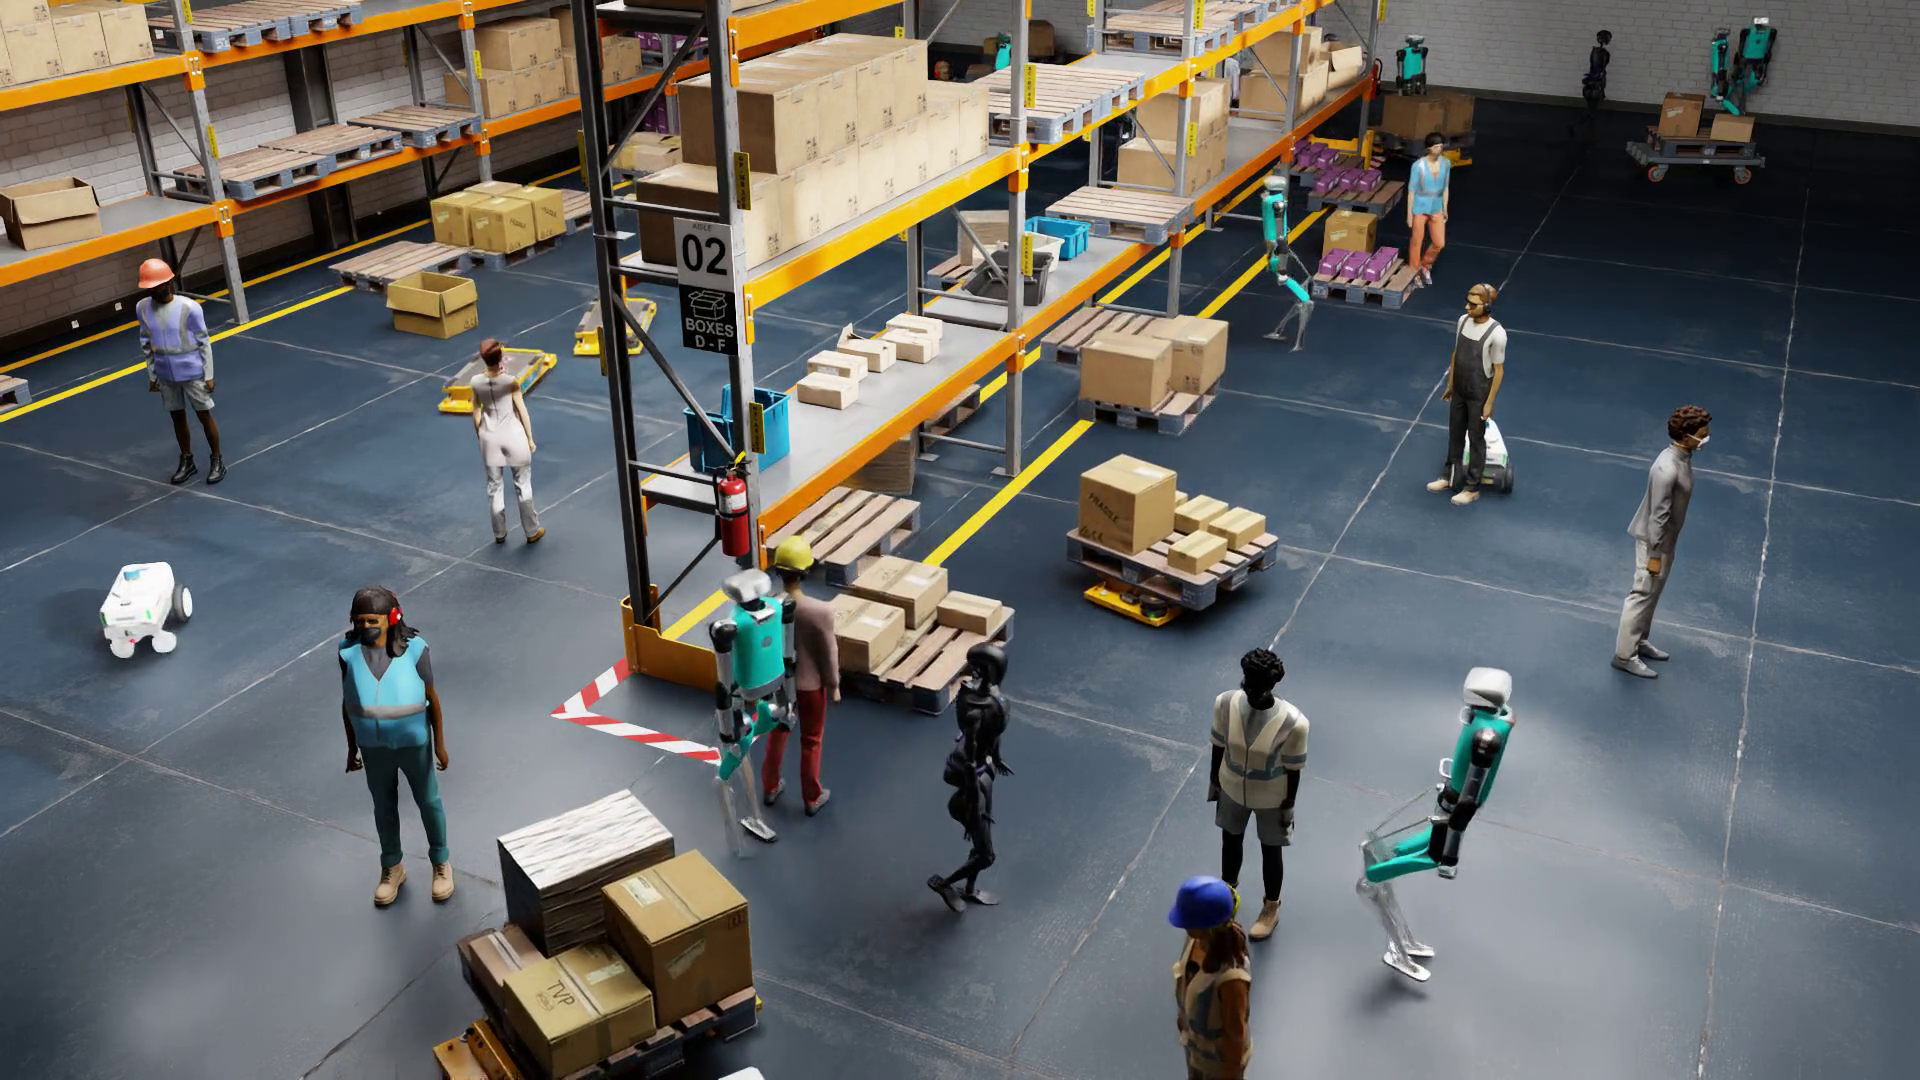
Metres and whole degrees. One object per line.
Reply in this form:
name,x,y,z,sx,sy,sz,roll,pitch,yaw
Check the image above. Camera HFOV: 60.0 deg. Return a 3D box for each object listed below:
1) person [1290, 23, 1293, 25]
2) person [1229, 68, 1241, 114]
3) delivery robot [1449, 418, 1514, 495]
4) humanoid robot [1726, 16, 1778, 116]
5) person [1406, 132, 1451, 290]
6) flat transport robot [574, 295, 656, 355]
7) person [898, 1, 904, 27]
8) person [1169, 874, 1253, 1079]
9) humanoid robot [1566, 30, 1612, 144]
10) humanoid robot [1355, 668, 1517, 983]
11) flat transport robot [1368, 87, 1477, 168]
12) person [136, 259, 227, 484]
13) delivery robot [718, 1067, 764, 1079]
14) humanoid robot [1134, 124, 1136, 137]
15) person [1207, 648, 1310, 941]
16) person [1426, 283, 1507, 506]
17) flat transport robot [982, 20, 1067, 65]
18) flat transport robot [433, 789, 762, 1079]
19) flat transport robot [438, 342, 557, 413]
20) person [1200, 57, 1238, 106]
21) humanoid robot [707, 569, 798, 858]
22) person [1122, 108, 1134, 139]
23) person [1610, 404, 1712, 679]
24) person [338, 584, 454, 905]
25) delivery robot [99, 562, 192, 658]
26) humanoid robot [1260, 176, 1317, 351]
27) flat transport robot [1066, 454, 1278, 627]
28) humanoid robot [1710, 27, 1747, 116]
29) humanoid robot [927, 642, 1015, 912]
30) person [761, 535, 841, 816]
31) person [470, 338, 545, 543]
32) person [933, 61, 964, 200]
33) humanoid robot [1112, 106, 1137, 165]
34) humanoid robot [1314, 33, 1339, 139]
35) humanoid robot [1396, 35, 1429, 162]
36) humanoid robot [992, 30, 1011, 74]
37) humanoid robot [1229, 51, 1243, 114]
person,5.707,-8.299,27.697,0.642,1.906,0.541,14,30,26
person,4.018,-7.073,25.285,0.584,1.837,0.566,15,30,27
delivery robot,4.352,-0.732,13.929,0.499,0.589,0.790,4,27,7
humanoid robot,12.115,-7.248,25.653,0.530,1.699,0.724,2,26,5
person,5.205,-3.642,18.458,0.532,1.751,0.396,-4,27,-9
flat transport robot,-3.577,-2.240,17.304,0.659,0.231,1.431,-1,26,-2
person,-0.932,-9.440,30.103,0.368,1.824,0.512,2,26,4
person,1.002,2.094,6.868,0.386,1.763,0.483,-6,27,-12
humanoid robot,9.429,-6.771,24.858,0.456,1.645,0.587,0,26,-1
humanoid robot,2.274,1.386,8.244,0.744,1.729,0.541,9,28,17
flat transport robot,6.698,-5.662,24.216,0.659,0.231,1.431,-15,30,-27
person,-6.422,-1.373,13.674,0.550,1.934,0.372,1,26,1
delivery robot,-1.154,2.609,7.190,0.798,0.598,0.499,-14,30,-27
humanoid robot,2.802,-6.531,24.411,0.708,1.636,0.610,-6,27,-13
person,1.510,1.292,8.566,0.528,1.688,0.323,16,30,29
person,4.110,-1.180,13.384,0.337,1.844,0.506,-13,29,-24
flat transport robot,1.117,-8.425,29.795,1.431,0.231,0.659,21,33,36
flat transport robot,-1.745,2.337,8.056,1.431,0.231,0.659,-18,32,-32
flat transport robot,-4.409,-1.546,15.901,0.659,0.231,1.431,3,26,6
person,3.742,-6.410,24.087,0.566,1.722,0.792,0,26,-1
humanoid robot,-1.235,0.953,9.260,0.545,1.852,0.688,-24,35,-39
person,2.699,-7.021,25.142,0.534,1.881,0.680,-9,28,-18
person,4.606,-0.004,10.961,0.405,1.892,0.536,16,31,29
person,-2.979,1.078,8.801,0.527,1.866,0.390,-2,26,-5
delivery robot,-5.678,0.448,11.540,0.523,0.585,0.732,-5,27,-10
humanoid robot,3.368,-2.777,16.737,0.789,1.782,0.544,-3,27,-6
flat transport robot,1.616,0.221,12.332,0.659,0.231,1.431,22,34,37
humanoid robot,11.372,-6.656,24.580,0.798,1.767,0.581,4,27,8
humanoid robot,0.056,1.228,8.718,0.412,1.643,0.604,7,27,14
person,-0.927,0.787,9.519,0.535,1.754,0.329,12,29,24
person,-3.480,-0.749,12.719,0.458,1.659,0.270,1,26,2
person,-0.230,-5.363,21.850,0.583,1.833,0.377,-14,30,-26
humanoid robot,2.307,-6.126,23.566,0.339,1.651,0.583,-22,34,-37
humanoid robot,5.424,-6.654,24.636,0.518,1.648,0.590,3,27,6
humanoid robot,6.578,-6.256,23.820,0.533,1.827,0.768,-14,30,-27
humanoid robot,0.377,-6.483,24.285,0.900,1.823,0.567,-10,28,-20
humanoid robot,4.069,-6.725,24.775,0.343,1.644,0.601,7,27,13
